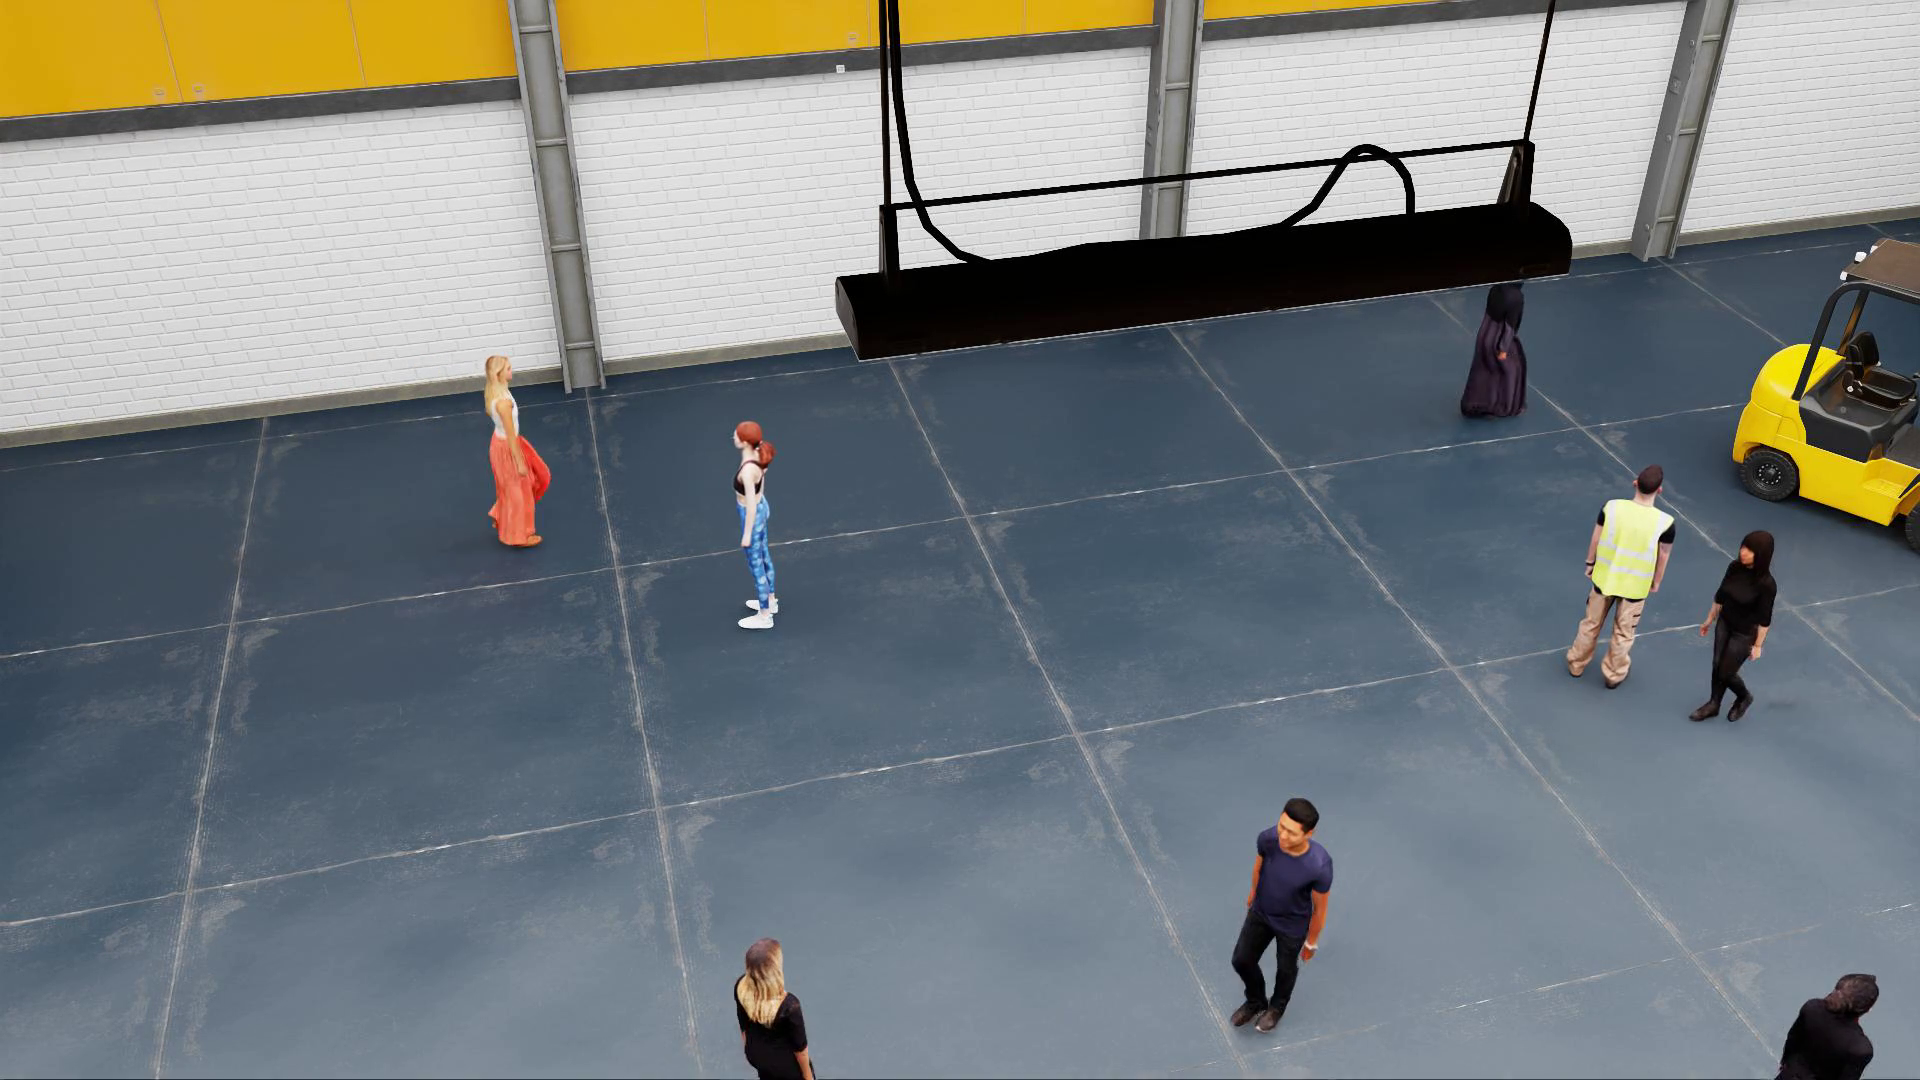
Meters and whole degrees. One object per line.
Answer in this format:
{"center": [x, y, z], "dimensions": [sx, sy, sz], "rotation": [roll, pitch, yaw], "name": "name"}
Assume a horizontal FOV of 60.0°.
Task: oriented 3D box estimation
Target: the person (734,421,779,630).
{"center": [-1.562, -0.122, 12.654], "dimensions": [0.697, 1.785, 0.659], "rotation": [4, 34, 7], "name": "person"}

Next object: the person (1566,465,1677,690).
{"center": [4.786, 0.269, 12.011], "dimensions": [0.852, 1.844, 0.911], "rotation": [18, 38, 25], "name": "person"}

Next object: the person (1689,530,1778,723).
{"center": [5.525, 0.614, 11.687], "dimensions": [0.672, 1.629, 0.587], "rotation": [-11, 35, -16], "name": "person"}

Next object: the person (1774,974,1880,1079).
{"center": [4.215, 2.849, 8.364], "dimensions": [1.152, 1.585, 0.789], "rotation": [-17, 37, -24], "name": "person"}

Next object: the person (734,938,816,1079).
{"center": [-0.979, 2.713, 8.496], "dimensions": [0.806, 1.666, 0.869], "rotation": [19, 38, 26], "name": "person"}

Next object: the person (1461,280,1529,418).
{"center": [4.921, -1.866, 15.439], "dimensions": [0.839, 1.607, 0.632], "rotation": [-12, 35, -17], "name": "person"}

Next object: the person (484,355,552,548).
{"center": [-3.756, -0.685, 13.496], "dimensions": [0.755, 1.791, 0.650], "rotation": [-9, 35, -14], "name": "person"}

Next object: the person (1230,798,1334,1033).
{"center": [1.863, 2.075, 9.353], "dimensions": [0.791, 1.780, 0.805], "rotation": [27, 42, 34], "name": "person"}
